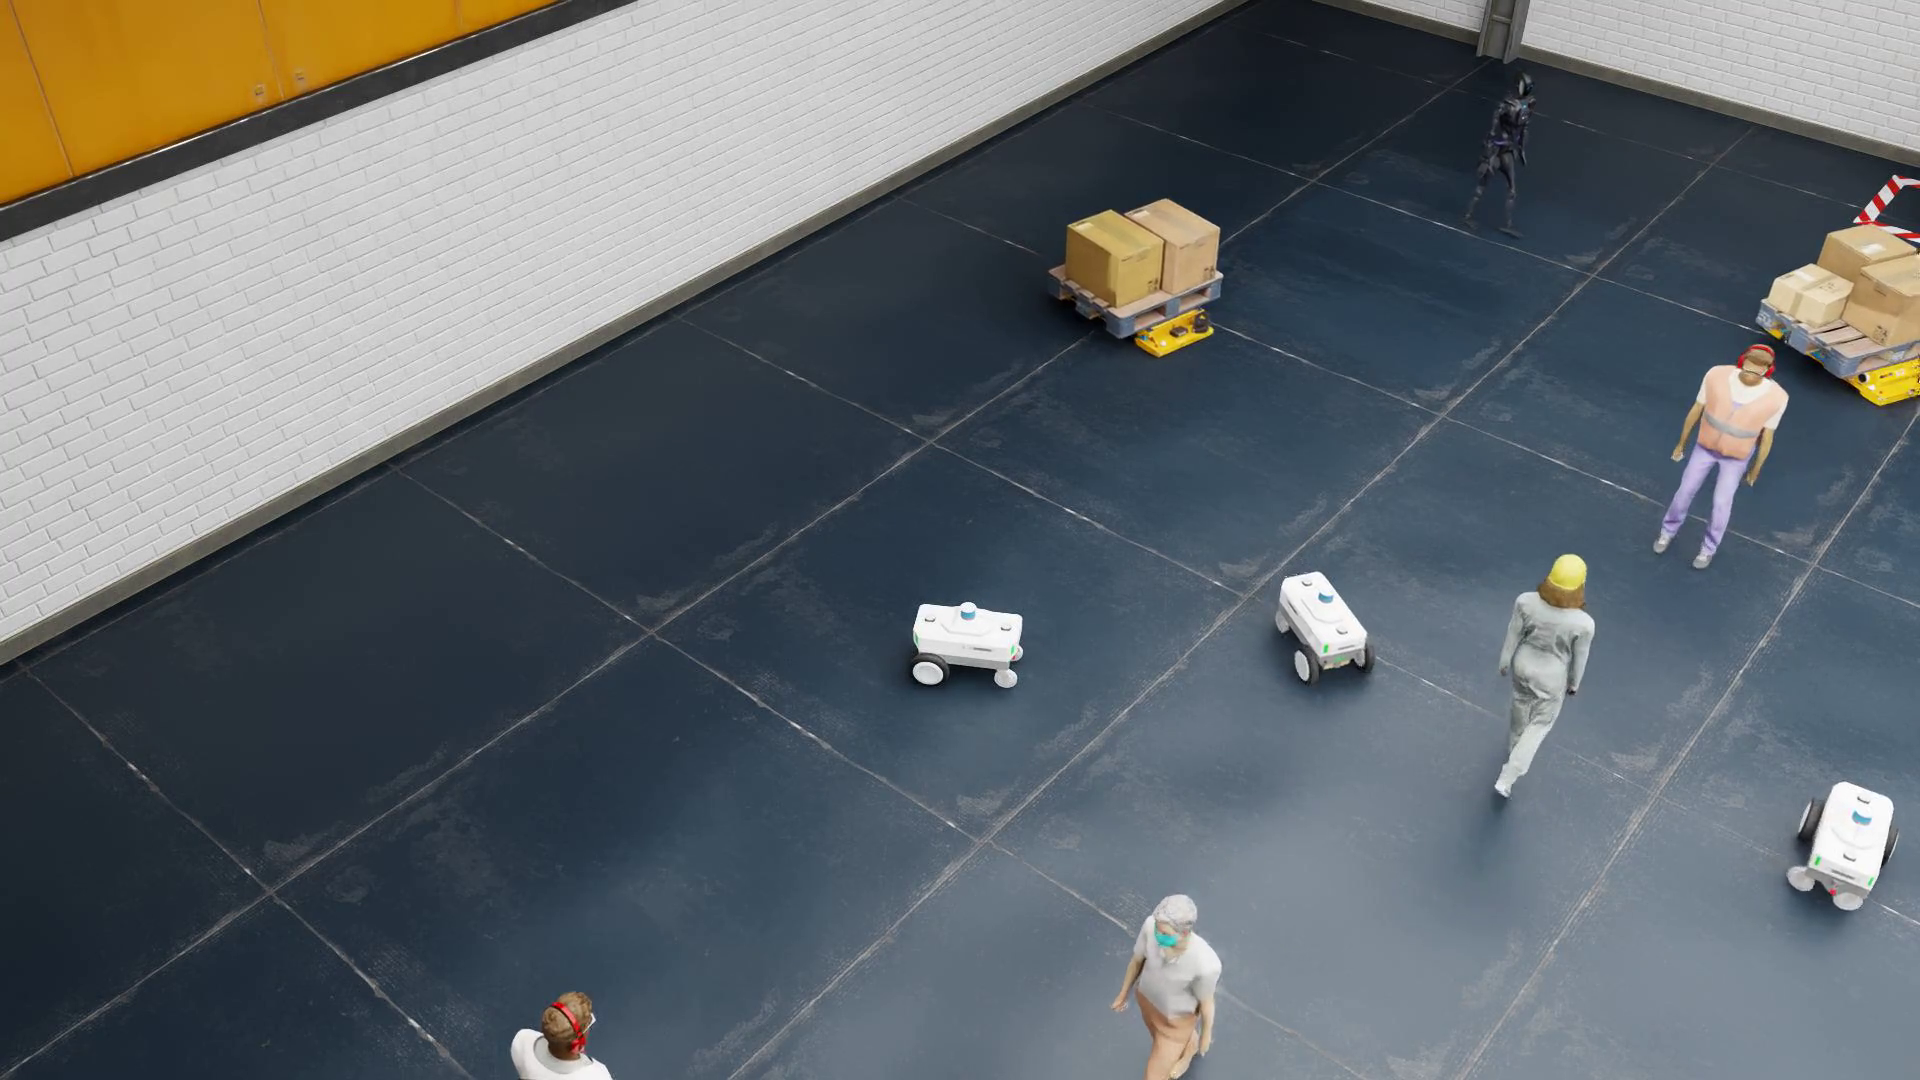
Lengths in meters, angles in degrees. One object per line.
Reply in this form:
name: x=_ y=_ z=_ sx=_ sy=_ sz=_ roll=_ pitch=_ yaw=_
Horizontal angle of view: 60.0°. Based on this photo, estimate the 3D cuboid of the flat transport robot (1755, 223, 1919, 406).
flat transport robot: x=7.653 y=-1.660 z=14.346 sx=0.659 sy=0.231 sz=1.431 roll=-14 pitch=41 yaw=-17

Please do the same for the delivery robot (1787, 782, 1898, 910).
delivery robot: x=5.263 y=1.788 z=9.852 sx=0.499 sy=0.610 sz=0.781 roll=21 pitch=43 yaw=24

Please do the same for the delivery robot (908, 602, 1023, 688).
delivery robot: x=0.031 y=0.679 z=11.225 sx=0.794 sy=0.606 sz=0.499 roll=6 pitch=39 yaw=8

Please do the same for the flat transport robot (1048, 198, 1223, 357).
flat transport robot: x=1.549 y=-2.108 z=14.903 sx=0.659 sy=0.231 sz=1.431 roll=-25 pitch=45 yaw=-28

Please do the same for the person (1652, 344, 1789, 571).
person: x=5.415 y=-0.636 z=11.829 sx=0.597 sy=1.832 sz=0.437 roll=26 pitch=46 yaw=28

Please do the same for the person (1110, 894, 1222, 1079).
person: x=1.036 y=2.324 z=8.274 sx=0.887 sy=1.700 sz=0.494 roll=-28 pitch=47 yaw=-30

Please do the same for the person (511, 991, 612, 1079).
person: x=-1.744 y=2.737 z=7.646 sx=0.570 sy=1.830 sz=0.394 roll=20 pitch=43 yaw=23

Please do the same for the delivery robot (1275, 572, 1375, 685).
delivery robot: x=2.464 y=0.568 z=11.348 sx=0.499 sy=0.587 sz=0.777 roll=-11 pitch=40 yaw=-13

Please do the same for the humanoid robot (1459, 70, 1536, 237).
humanoid robot: x=5.151 y=-3.634 z=15.689 sx=0.607 sy=1.632 sz=0.663 roll=-23 pitch=44 yaw=-26

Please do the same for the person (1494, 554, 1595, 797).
person: x=3.511 y=0.808 z=10.125 sx=0.483 sy=1.713 sz=0.762 roll=29 pitch=47 yaw=31
